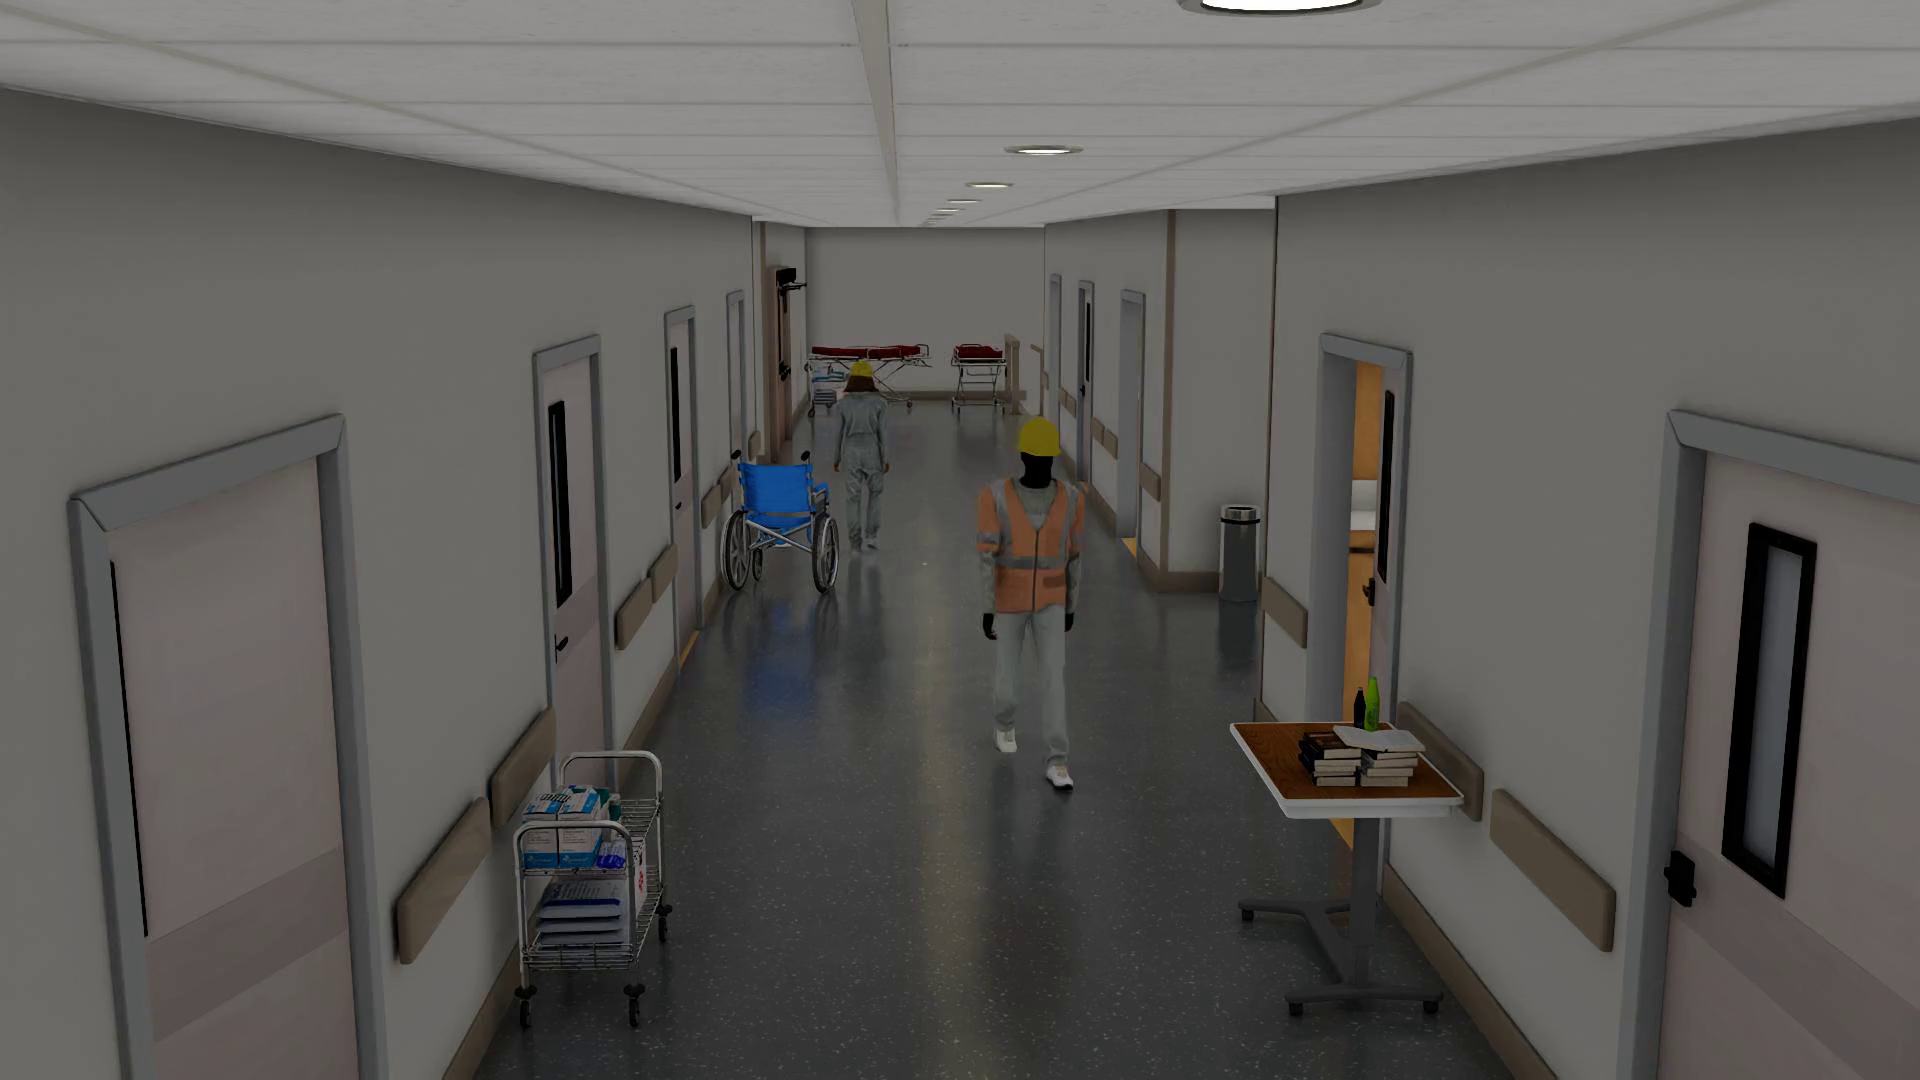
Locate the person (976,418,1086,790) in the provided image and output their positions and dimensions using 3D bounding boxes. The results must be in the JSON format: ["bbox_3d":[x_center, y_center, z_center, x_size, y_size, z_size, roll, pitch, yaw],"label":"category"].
[{"bbox_3d":[0.369,0.290,8.722,0.591,1.878,1.004,-1,10,-8],"label":"person"}]

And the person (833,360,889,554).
[{"bbox_3d":[-0.880,-0.734,14.813,0.519,1.723,0.412,0,10,2],"label":"person"}]
